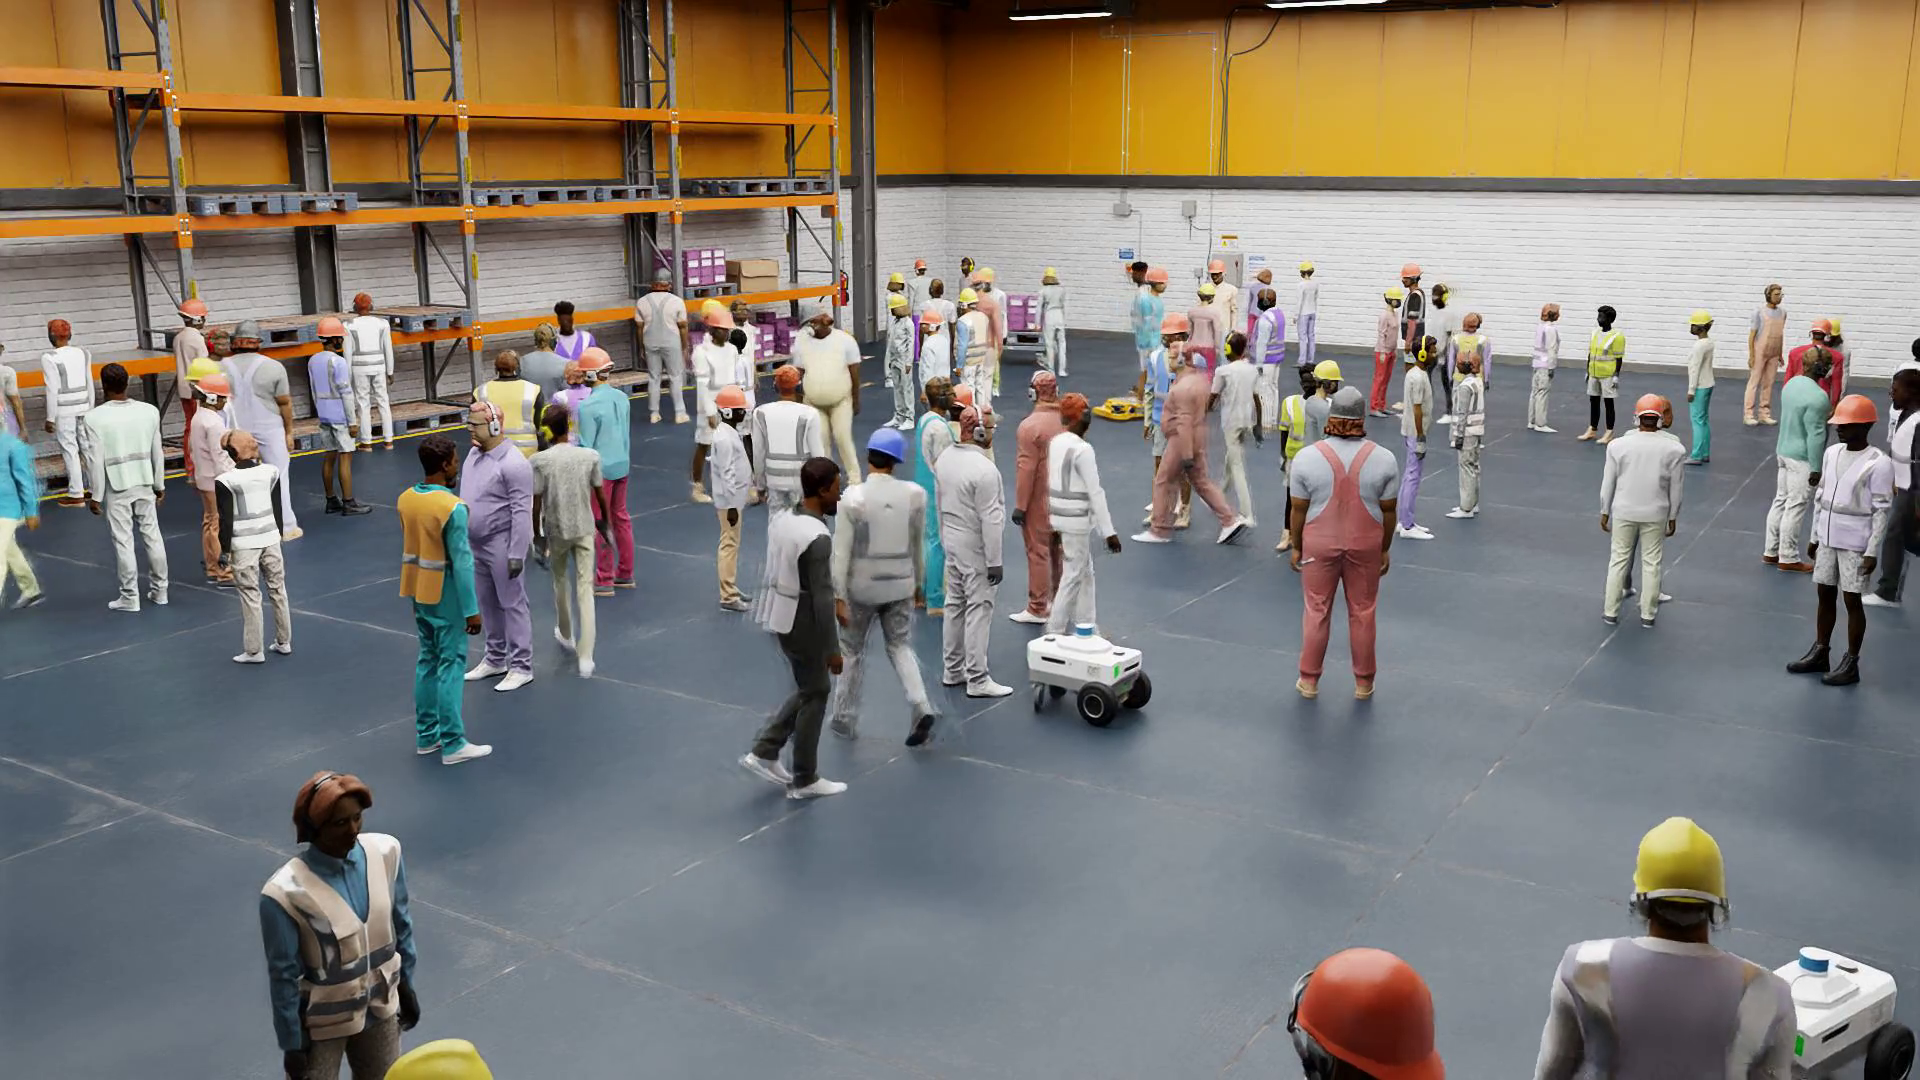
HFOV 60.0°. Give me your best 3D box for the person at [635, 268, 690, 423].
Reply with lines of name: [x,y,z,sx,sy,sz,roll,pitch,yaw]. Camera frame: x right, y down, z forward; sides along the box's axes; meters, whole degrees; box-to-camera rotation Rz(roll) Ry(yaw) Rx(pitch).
person: [-3.894,-2.567,21.939,0.686,2.000,0.535,2,13,7]

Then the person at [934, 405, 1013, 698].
person: [0.103,0.068,10.808,0.403,1.906,0.651,-8,15,-30]

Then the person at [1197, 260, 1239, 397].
person: [3.742,-3.089,24.303,0.623,1.992,0.396,6,14,23]

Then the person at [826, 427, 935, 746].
person: [-0.452,0.299,9.838,0.636,1.900,0.739,-5,14,-22]

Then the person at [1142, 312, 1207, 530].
person: [2.000,-1.117,15.648,0.607,2.044,0.375,7,15,29]

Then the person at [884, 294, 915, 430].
person: [-0.779,-2.292,21.420,0.309,1.735,0.484,-9,16,-34]

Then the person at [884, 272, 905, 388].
person: [-0.974,-3.203,25.354,0.318,1.741,0.492,4,14,19]

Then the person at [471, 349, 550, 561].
person: [-3.860,-0.722,14.373,0.624,1.845,0.430,-1,13,-4]

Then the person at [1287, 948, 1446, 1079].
person: [0.739,1.744,3.356,0.392,1.988,0.609,9,16,33]

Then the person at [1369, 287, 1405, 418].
person: [5.779,-2.530,22.408,0.350,1.758,0.522,9,16,34]

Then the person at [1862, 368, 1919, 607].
person: [7.454,-0.386,12.840,0.784,1.887,0.636,5,14,20]

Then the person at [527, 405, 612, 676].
person: [-2.674,-0.035,11.438,0.562,1.811,0.965,-4,14,-17]

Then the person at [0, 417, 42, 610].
person: [-7.317,-0.230,12.556,0.570,1.698,0.919,3,13,13]

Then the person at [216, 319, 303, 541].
person: [-6.387,-0.998,15.135,0.676,2.000,0.536,-1,13,-3]

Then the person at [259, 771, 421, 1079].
person: [-1.930,1.497,5.222,0.316,1.630,0.509,8,15,30]

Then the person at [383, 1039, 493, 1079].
person: [-1.048,1.844,3.426,0.341,1.760,0.525,-4,14,-18]

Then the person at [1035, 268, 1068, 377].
person: [1.467,-3.448,26.455,0.558,1.725,0.418,-5,14,-20]

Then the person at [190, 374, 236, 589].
person: [-6.030,-0.481,13.545,0.346,1.741,0.563,-10,16,-36]

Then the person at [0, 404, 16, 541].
person: [-8.556,-0.652,14.510,0.524,1.640,0.308,-10,16,-36]

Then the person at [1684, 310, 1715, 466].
person: [8.403,-1.735,18.962,0.357,1.759,0.523,10,16,37]

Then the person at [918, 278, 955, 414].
person: [-0.319,-2.629,22.653,0.533,1.844,0.337,-2,13,-9]

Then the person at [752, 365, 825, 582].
person: [-1.325,-0.433,13.024,0.584,1.883,0.346,4,13,15]

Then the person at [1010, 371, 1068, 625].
person: [0.619,-0.319,12.490,0.408,1.905,0.645,11,17,40]

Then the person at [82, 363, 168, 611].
person: [-6.417,-0.406,12.836,0.379,1.918,0.597,8,15,32]

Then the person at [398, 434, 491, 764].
person: [-3.010,0.345,9.606,0.596,1.912,0.386,12,17,41]

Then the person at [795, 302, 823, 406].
person: [-1.576,-1.641,18.218,0.404,1.911,0.636,-4,14,-18]

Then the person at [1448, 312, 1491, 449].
person: [6.091,-1.899,19.920,0.514,1.641,0.309,9,16,33]

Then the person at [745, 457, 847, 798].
person: [-0.854,0.486,9.026,0.474,1.896,0.620,-4,14,-18]

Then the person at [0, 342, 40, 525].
person: [-9.122,-1.049,15.784,0.521,1.844,0.331,0,13,2]

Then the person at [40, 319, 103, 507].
person: [-8.914,-1.271,16.663,0.339,1.882,0.584,4,14,16]

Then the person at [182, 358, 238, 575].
person: [-6.250,-0.619,13.966,0.405,1.828,0.616,-6,14,-25]

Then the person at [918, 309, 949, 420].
person: [-0.320,-1.774,19.118,0.319,1.755,0.572,4,14,19]

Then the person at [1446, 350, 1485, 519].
person: [4.930,-1.026,16.165,0.318,1.630,0.513,7,15,27]

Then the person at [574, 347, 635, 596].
person: [-2.858,-0.547,13.301,0.406,1.987,0.615,5,14,22]

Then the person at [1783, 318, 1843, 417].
person: [9.318,-1.551,18.195,0.576,1.737,0.354,8,15,33]

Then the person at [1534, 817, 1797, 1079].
person: [1.852,1.587,4.445,0.613,1.792,0.903,5,14,22]

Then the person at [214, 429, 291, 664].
person: [-4.887,0.044,11.495,0.310,1.640,0.514,7,15,28]

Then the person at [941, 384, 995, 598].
person: [0.002,-0.334,12.881,0.562,1.752,0.324,2,13,10]

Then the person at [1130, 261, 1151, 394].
person: [2.699,-3.155,24.686,0.386,1.957,0.603,2,13,10]

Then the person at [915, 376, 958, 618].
person: [-0.172,-0.332,12.672,0.336,1.844,0.508,-4,13,-16]

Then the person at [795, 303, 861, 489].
person: [-1.358,-1.490,17.267,0.766,2.000,0.543,2,13,10]

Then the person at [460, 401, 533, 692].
person: [-3.070,0.037,10.941,0.641,1.909,0.409,11,17,41]
